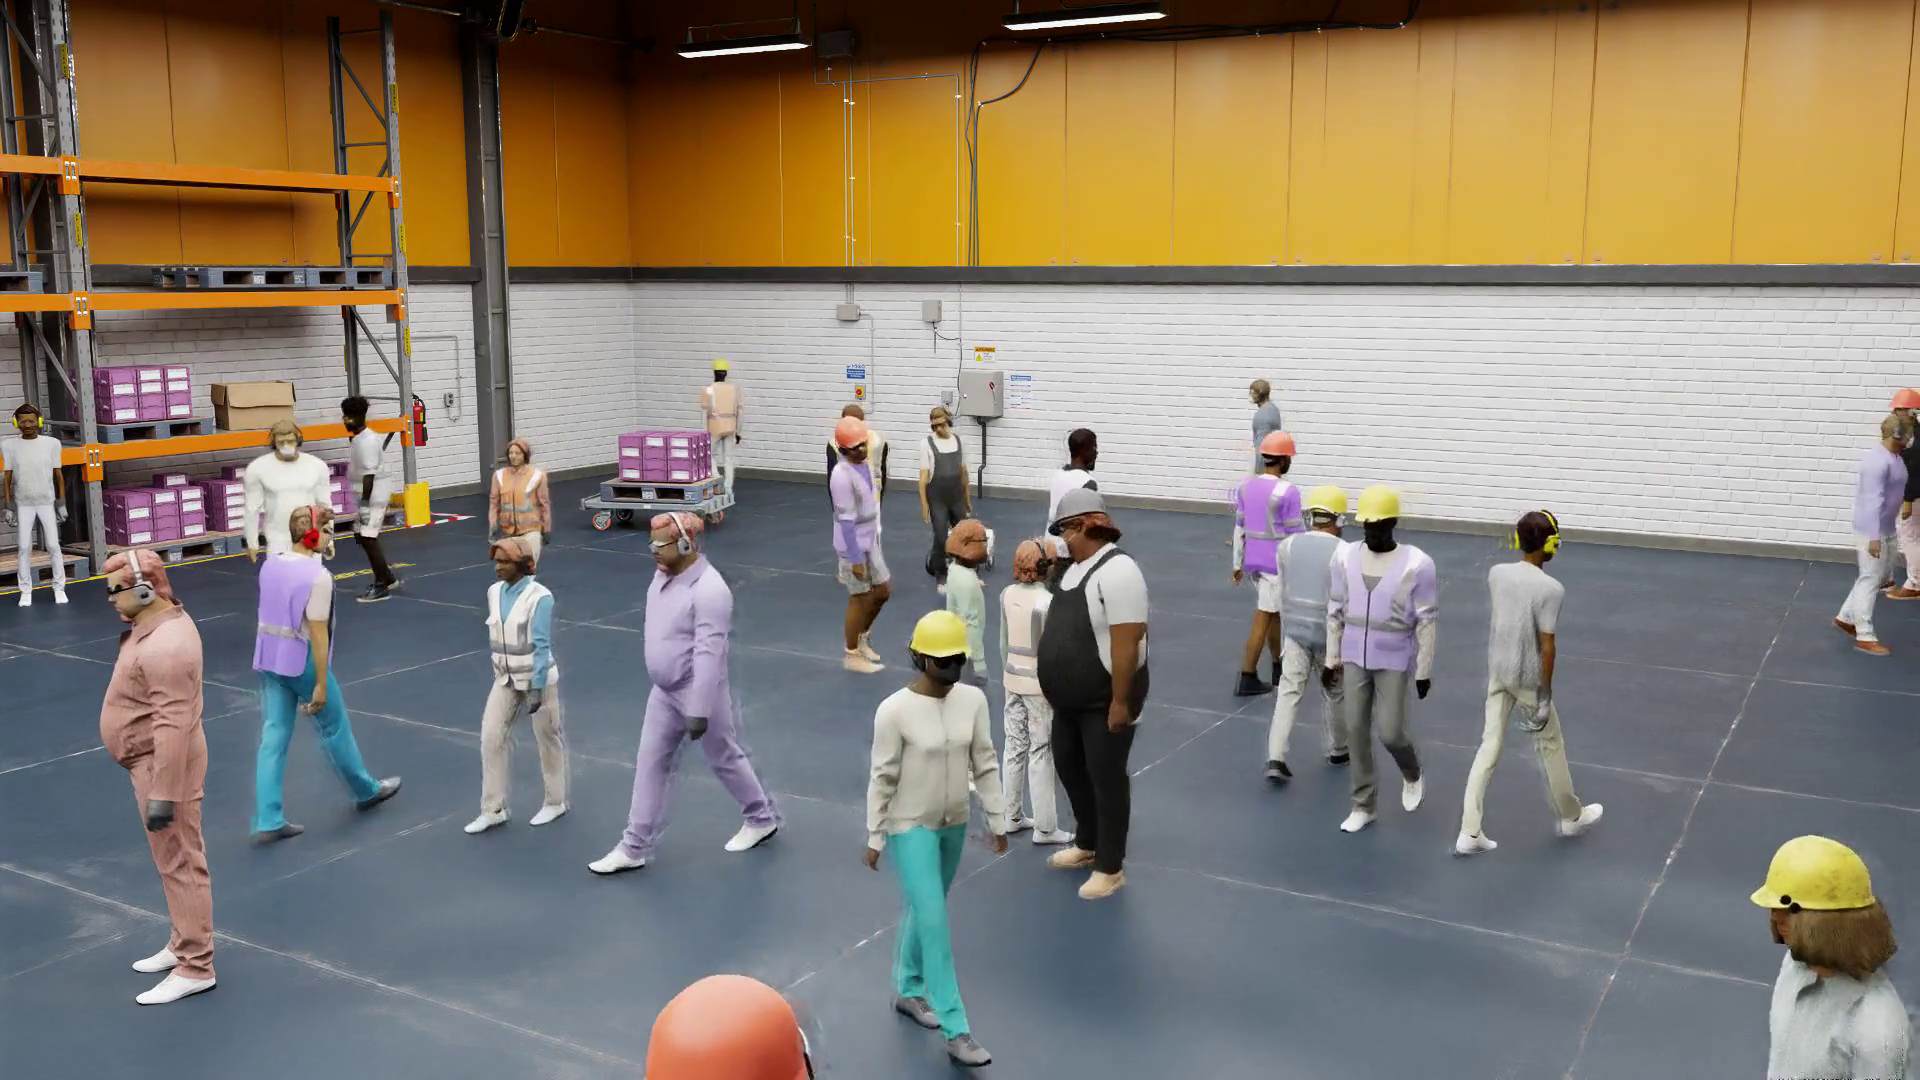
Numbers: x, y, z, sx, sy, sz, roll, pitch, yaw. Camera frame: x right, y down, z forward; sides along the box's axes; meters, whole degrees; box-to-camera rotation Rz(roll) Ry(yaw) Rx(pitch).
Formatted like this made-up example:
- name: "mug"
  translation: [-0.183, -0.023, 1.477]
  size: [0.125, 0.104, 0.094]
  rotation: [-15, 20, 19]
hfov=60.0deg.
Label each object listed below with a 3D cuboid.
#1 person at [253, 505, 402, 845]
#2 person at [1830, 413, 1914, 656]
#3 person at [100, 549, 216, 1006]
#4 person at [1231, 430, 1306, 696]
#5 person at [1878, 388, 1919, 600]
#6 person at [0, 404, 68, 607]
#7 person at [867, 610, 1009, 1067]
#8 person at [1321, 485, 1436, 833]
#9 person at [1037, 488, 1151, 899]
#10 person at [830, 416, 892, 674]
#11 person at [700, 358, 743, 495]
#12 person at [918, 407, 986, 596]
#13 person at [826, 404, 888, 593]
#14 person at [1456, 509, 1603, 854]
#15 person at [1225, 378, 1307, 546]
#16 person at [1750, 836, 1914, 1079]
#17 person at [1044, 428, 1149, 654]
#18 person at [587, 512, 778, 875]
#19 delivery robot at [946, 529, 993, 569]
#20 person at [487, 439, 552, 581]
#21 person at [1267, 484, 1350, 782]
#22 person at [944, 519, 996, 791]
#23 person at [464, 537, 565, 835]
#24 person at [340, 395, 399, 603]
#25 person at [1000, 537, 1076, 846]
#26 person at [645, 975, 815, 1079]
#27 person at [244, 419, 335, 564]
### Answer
- name: "person"
  translation: [-3.489, 0.696, 9.042]
  size: [0.553, 1.784, 0.958]
  rotation: [5, 10, 29]
- name: "person"
  translation: [7.283, -0.053, 13.333]
  size: [0.530, 1.931, 0.771]
  rotation: [9, 13, 44]
- name: "person"
  translation: [-3.360, 0.976, 6.970]
  size: [0.404, 1.903, 0.636]
  rotation: [-4, 10, -25]
- name: "person"
  translation: [2.333, 0.162, 11.999]
  size: [0.826, 1.908, 0.568]
  rotation: [-5, 10, -29]
- name: "person"
  translation: [8.693, -0.419, 15.429]
  size: [0.654, 1.970, 0.646]
  rotation: [1, 9, 6]
- name: "person"
  translation: [-8.446, -0.319, 15.195]
  size: [0.509, 1.860, 0.318]
  rotation: [-4, 10, -26]
- name: "person"
  translation: [-0.030, 1.137, 6.446]
  size: [0.552, 1.729, 0.826]
  rotation: [-7, 12, -39]
- name: "person"
  translation: [2.306, 0.632, 9.091]
  size: [0.592, 1.907, 0.554]
  rotation: [7, 12, 38]
- name: "person"
  translation: [0.631, 0.716, 8.151]
  size: [0.535, 2.000, 0.719]
  rotation: [-4, 10, -23]
- name: "person"
  translation: [-0.746, 0.053, 12.494]
  size: [0.403, 1.992, 0.720]
  rotation: [4, 10, 21]
- name: "person"
  translation: [-3.181, -1.461, 22.147]
  size: [0.616, 1.908, 0.447]
  rotation: [-5, 10, -30]
- name: "person"
  translation: [-0.095, -0.366, 15.649]
  size: [0.680, 1.799, 0.387]
  rotation: [-6, 11, -32]
- name: "person"
  translation: [-0.970, -0.400, 15.887]
  size: [0.607, 1.802, 0.952]
  rotation: [-2, 9, -14]
- name: "person"
  translation: [2.988, 0.737, 8.772]
  size: [1.015, 1.806, 0.495]
  rotation: [-7, 11, -37]
- name: "person"
  translation: [3.459, -0.835, 18.337]
  size: [0.939, 1.899, 0.631]
  rotation: [2, 9, 12]
- name: "person"
  translation: [2.040, 1.542, 3.958]
  size: [0.383, 1.725, 0.505]
  rotation: [0, 9, -1]
- name: "person"
  translation: [0.964, 0.096, 12.521]
  size: [0.957, 1.872, 0.623]
  rotation: [-4, 10, -24]
- name: "person"
  translation: [-1.377, 0.763, 8.496]
  size: [1.033, 1.852, 0.649]
  rotation: [-8, 12, -41]
- name: "delivery robot"
  translation: [0.042, 0.030, 16.751]
  size: [0.477, 0.478, 0.707]
  rotation: [5, 11, 31]
- name: "person"
  translation: [-3.822, -0.069, 14.406]
  size: [0.510, 1.597, 0.863]
  rotation: [2, 9, 11]
- name: "person"
  translation: [2.114, 0.560, 9.956]
  size: [0.591, 1.789, 0.942]
  rotation: [7, 12, 38]
- name: "person"
  translation: [0.046, 0.678, 9.685]
  size: [0.389, 1.616, 0.511]
  rotation: [-1, 9, -3]
- name: "person"
  translation: [-2.414, 0.794, 8.977]
  size: [0.522, 1.613, 0.686]
  rotation: [5, 11, 31]
- name: "person"
  translation: [-5.455, -0.383, 15.363]
  size: [0.470, 1.929, 0.667]
  rotation: [-5, 10, -27]
- name: "person"
  translation: [0.396, 0.803, 8.859]
  size: [0.307, 1.641, 0.512]
  rotation: [-7, 11, -37]
- name: "person"
  translation: [-0.368, 1.634, 2.737]
  size: [0.642, 1.939, 1.052]
  rotation: [6, 11, 32]
- name: "person"
  translation: [-5.287, -0.017, 13.115]
  size: [0.658, 1.915, 0.654]
  rotation: [-5, 11, -30]
